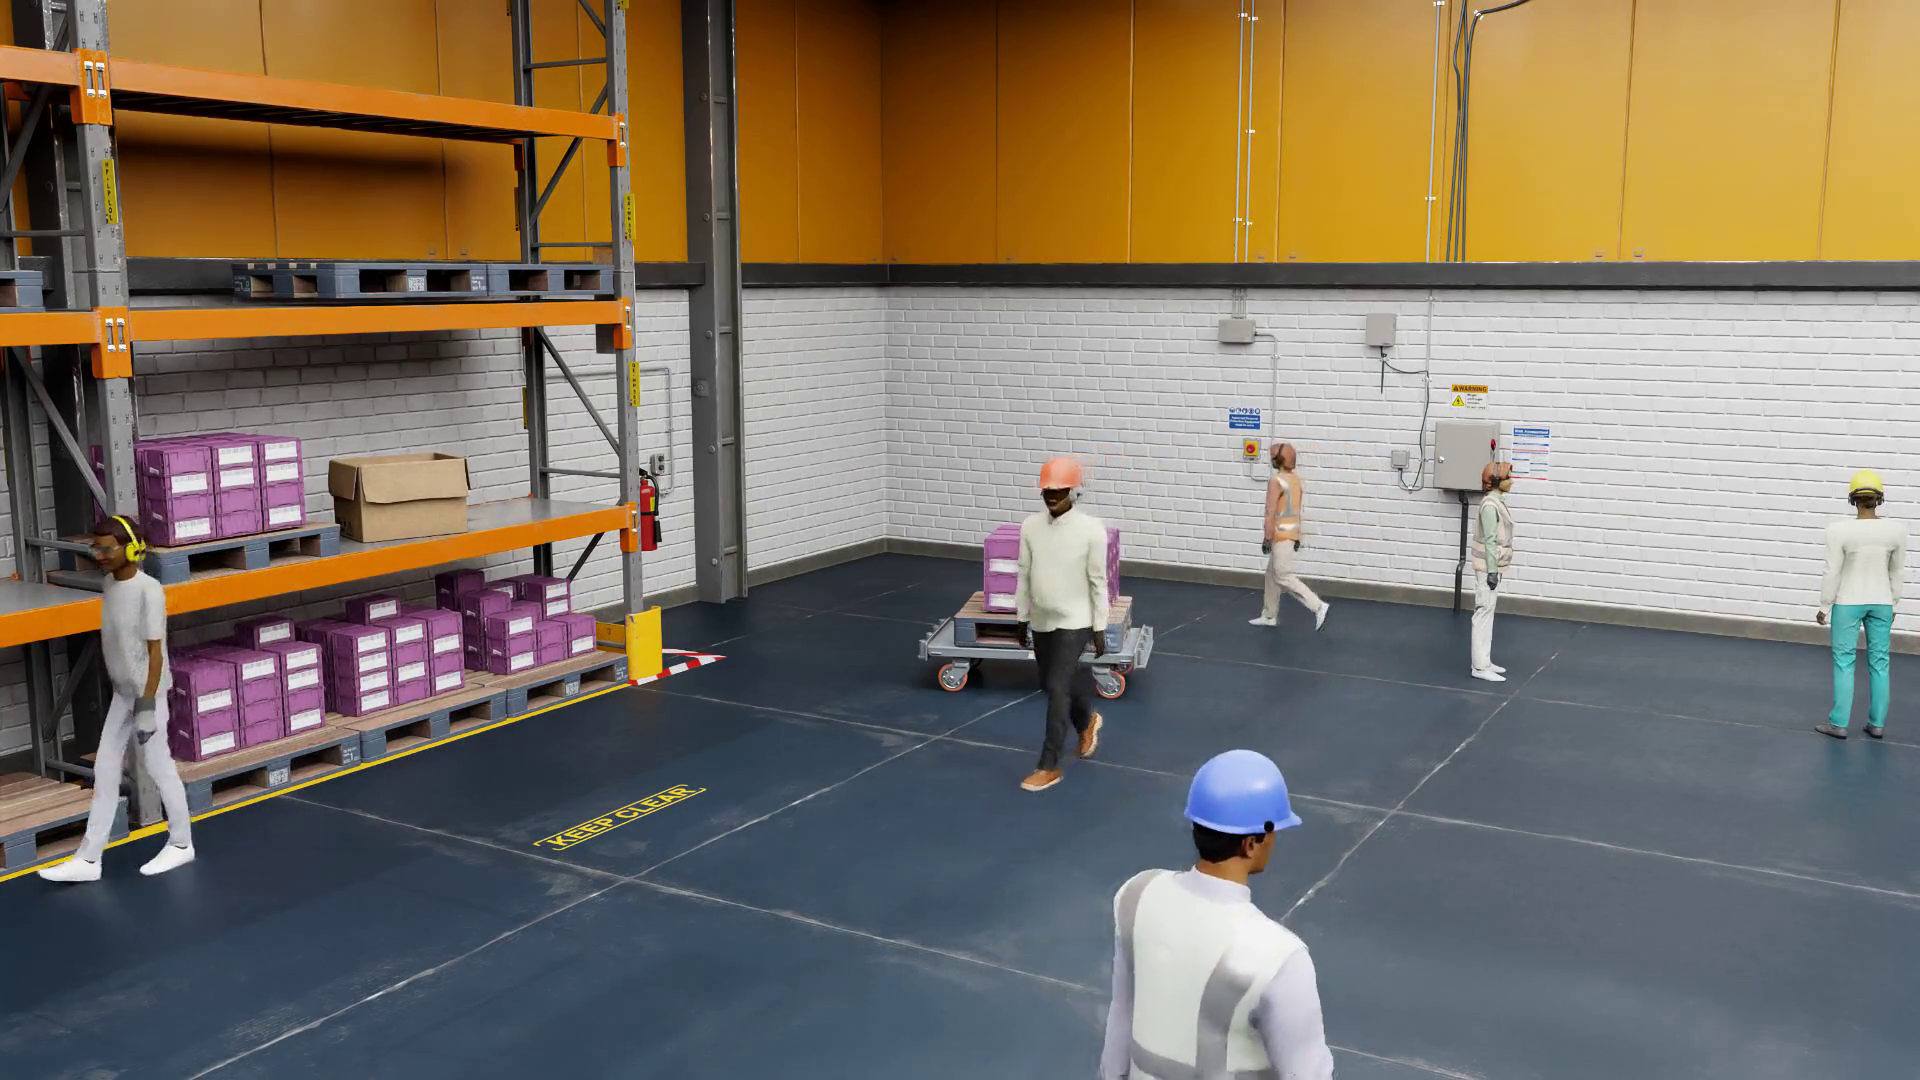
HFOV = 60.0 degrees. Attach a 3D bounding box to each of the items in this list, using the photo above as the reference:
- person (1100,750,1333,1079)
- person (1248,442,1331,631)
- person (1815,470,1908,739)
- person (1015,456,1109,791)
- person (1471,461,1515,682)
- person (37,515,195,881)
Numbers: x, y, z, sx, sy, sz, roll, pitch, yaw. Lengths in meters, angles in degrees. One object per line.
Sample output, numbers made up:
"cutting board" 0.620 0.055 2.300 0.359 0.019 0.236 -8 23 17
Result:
"person" 0.687 1.439 4.088 1.005 1.889 0.647 -6 11 -31
"person" 2.803 -0.018 14.059 0.707 1.614 0.515 5 10 29
"person" 5.858 0.425 10.840 0.524 1.764 0.329 0 9 2
"person" 0.637 0.458 10.010 0.626 1.968 0.894 7 12 38
"person" 3.981 0.226 12.458 0.309 1.641 0.513 3 10 19
"person" -4.170 0.805 8.202 0.561 1.841 0.769 6 11 33
